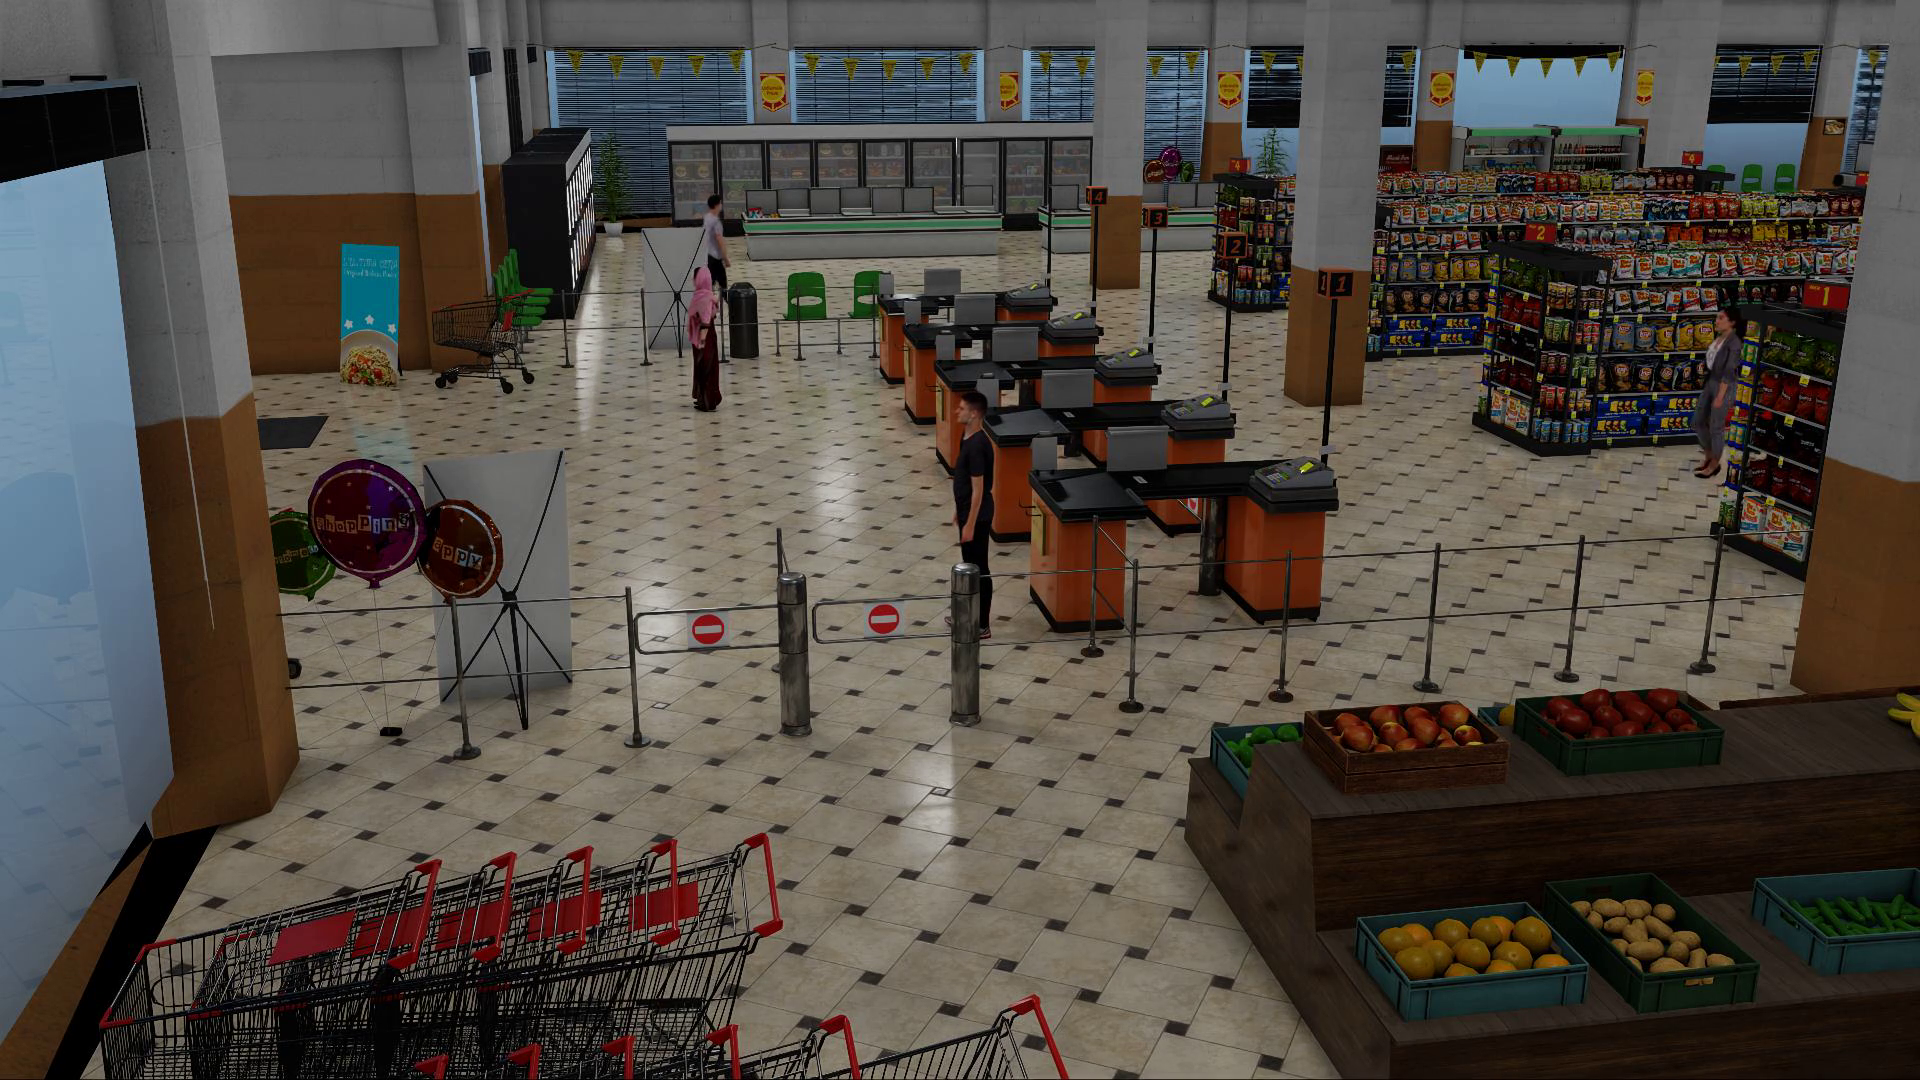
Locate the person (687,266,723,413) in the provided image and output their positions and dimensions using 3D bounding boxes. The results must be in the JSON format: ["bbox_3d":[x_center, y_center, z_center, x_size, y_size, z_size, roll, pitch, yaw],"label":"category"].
[{"bbox_3d":[-2.908,-2.303,18.934,0.577,1.638,0.648,-3,17,-9],"label":"person"}]

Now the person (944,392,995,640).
[{"bbox_3d":[0.095,-0.177,11.716,0.529,1.764,0.630,-3,17,-9],"label":"person"}]

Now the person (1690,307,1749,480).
[{"bbox_3d":[7.331,-1.397,15.898,0.639,1.667,0.683,1,17,2],"label":"person"}]
